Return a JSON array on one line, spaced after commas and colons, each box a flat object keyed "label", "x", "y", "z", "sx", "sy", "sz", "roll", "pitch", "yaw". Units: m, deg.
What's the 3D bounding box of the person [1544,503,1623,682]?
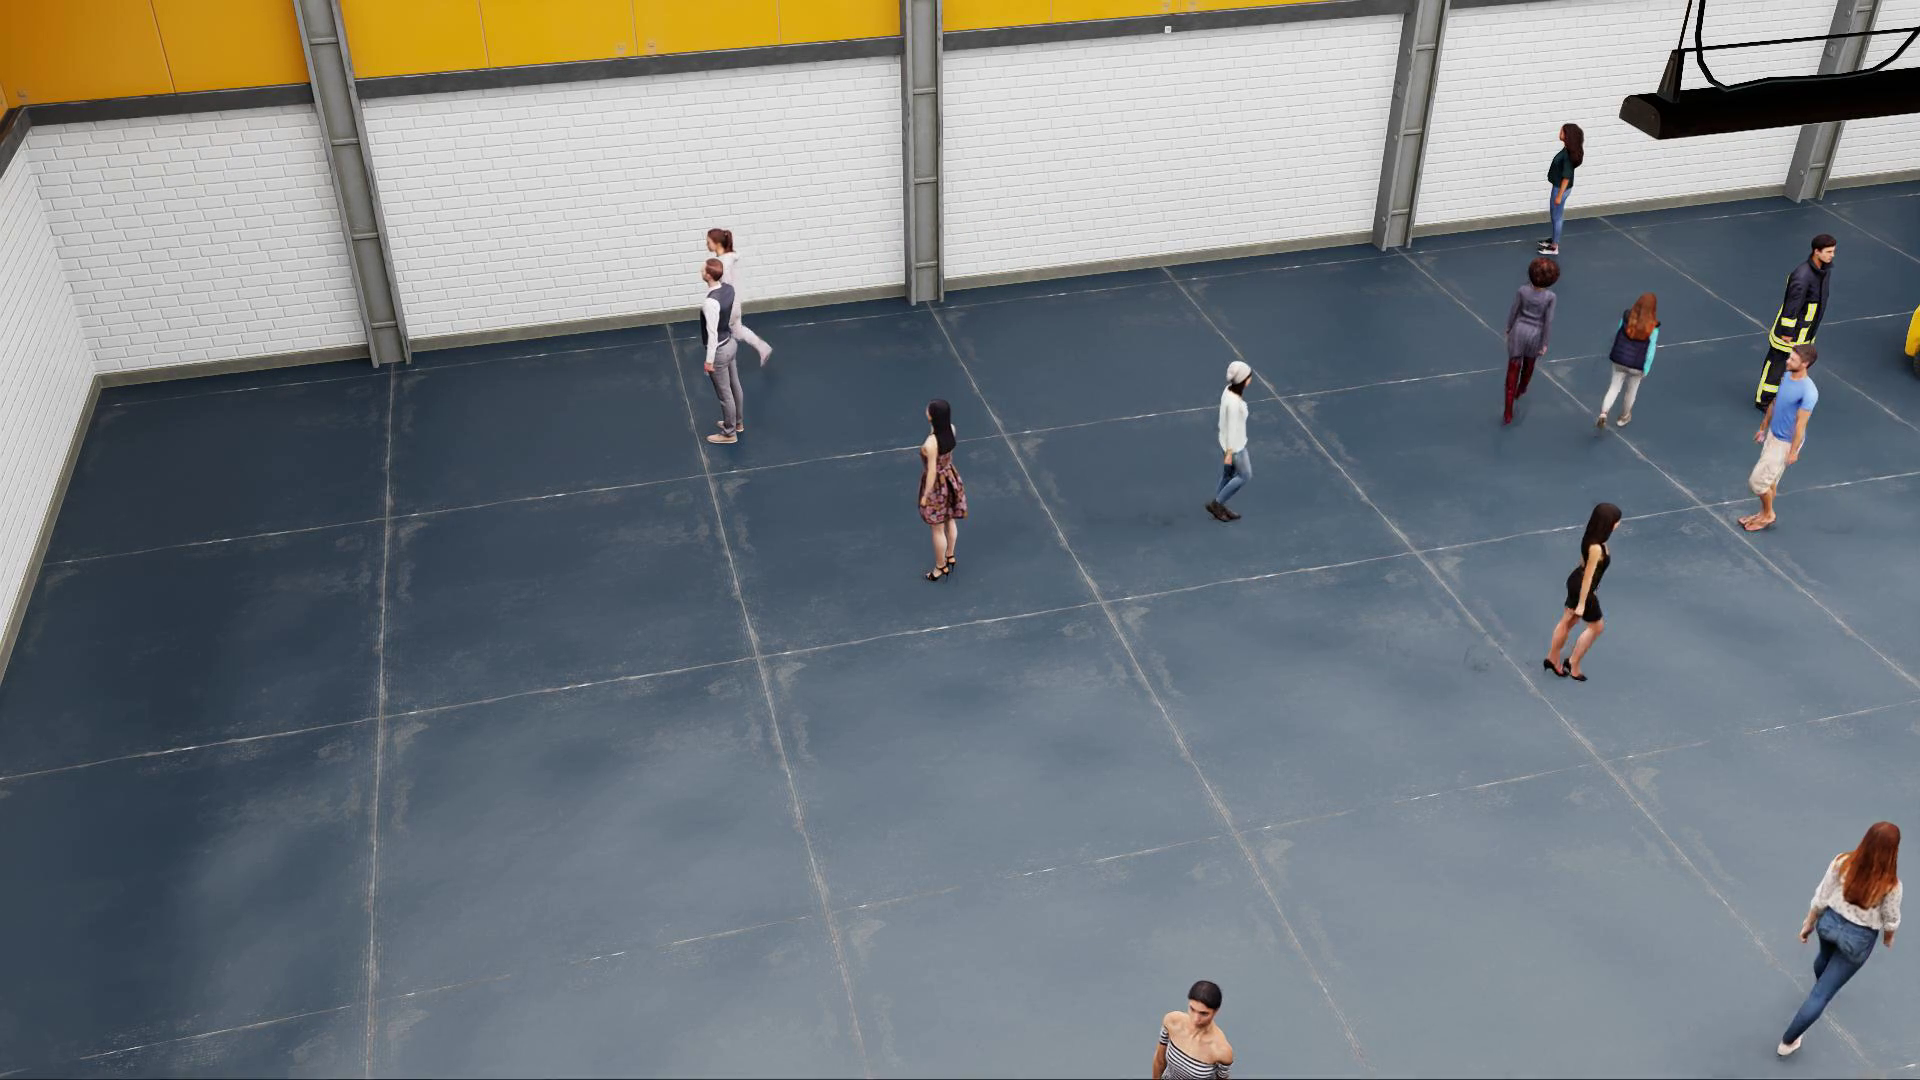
[{"label": "person", "x": 4.827, "y": 0.408, "z": 13.120, "sx": 0.736, "sy": 1.637, "sz": 0.705, "roll": 8, "pitch": 34, "yaw": 12}]

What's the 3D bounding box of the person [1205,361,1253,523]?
[{"label": "person", "x": 2.391, "y": -0.881, "z": 15.058, "sx": 0.679, "sy": 1.639, "sz": 0.640, "roll": -1, "pitch": 34, "yaw": -1}]

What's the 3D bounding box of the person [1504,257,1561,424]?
[{"label": "person", "x": 5.658, "y": -1.964, "z": 16.658, "sx": 1.058, "sy": 1.670, "sz": 1.082, "roll": 15, "pitch": 36, "yaw": 21}]

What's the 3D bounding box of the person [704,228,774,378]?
[{"label": "person", "x": -2.372, "y": -2.489, "z": 17.446, "sx": 1.037, "sy": 1.672, "sz": 0.771, "roll": -2, "pitch": 34, "yaw": -3}]

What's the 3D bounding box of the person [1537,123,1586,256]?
[{"label": "person", "x": 7.292, "y": -4.261, "z": 20.165, "sx": 0.755, "sy": 1.614, "sz": 0.712, "roll": 12, "pitch": 35, "yaw": 17}]

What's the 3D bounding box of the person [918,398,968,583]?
[{"label": "person", "x": -0.179, "y": -0.434, "z": 14.263, "sx": 0.863, "sy": 1.774, "sz": 0.805, "roll": 17, "pitch": 37, "yaw": 24}]

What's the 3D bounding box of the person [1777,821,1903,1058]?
[{"label": "person", "x": 5.286, "y": 2.432, "z": 10.030, "sx": 1.180, "sy": 1.687, "sz": 0.856, "roll": -21, "pitch": 39, "yaw": -28}]

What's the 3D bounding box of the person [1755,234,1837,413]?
[{"label": "person", "x": 8.447, "y": -2.203, "z": 16.785, "sx": 0.779, "sy": 1.928, "sz": 0.938, "roll": -24, "pitch": 41, "yaw": -32}]

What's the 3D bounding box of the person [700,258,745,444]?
[{"label": "person", "x": -2.334, "y": -1.867, "z": 16.271, "sx": 0.748, "sy": 1.937, "sz": 0.746, "roll": 9, "pitch": 35, "yaw": 13}]

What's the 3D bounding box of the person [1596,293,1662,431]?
[{"label": "person", "x": 6.615, "y": -1.749, "z": 16.504, "sx": 0.838, "sy": 1.482, "sz": 0.954, "roll": 27, "pitch": 42, "yaw": 34}]

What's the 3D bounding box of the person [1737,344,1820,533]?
[{"label": "person", "x": 7.457, "y": -0.907, "z": 14.902, "sx": 0.735, "sy": 1.855, "sz": 0.729, "roll": 0, "pitch": 34, "yaw": 0}]

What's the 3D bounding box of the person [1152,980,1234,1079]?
[{"label": "person", "x": 1.246, "y": 3.043, "z": 8.990, "sx": 0.671, "sy": 1.821, "sz": 0.709, "roll": 22, "pitch": 39, "yaw": 29}]
